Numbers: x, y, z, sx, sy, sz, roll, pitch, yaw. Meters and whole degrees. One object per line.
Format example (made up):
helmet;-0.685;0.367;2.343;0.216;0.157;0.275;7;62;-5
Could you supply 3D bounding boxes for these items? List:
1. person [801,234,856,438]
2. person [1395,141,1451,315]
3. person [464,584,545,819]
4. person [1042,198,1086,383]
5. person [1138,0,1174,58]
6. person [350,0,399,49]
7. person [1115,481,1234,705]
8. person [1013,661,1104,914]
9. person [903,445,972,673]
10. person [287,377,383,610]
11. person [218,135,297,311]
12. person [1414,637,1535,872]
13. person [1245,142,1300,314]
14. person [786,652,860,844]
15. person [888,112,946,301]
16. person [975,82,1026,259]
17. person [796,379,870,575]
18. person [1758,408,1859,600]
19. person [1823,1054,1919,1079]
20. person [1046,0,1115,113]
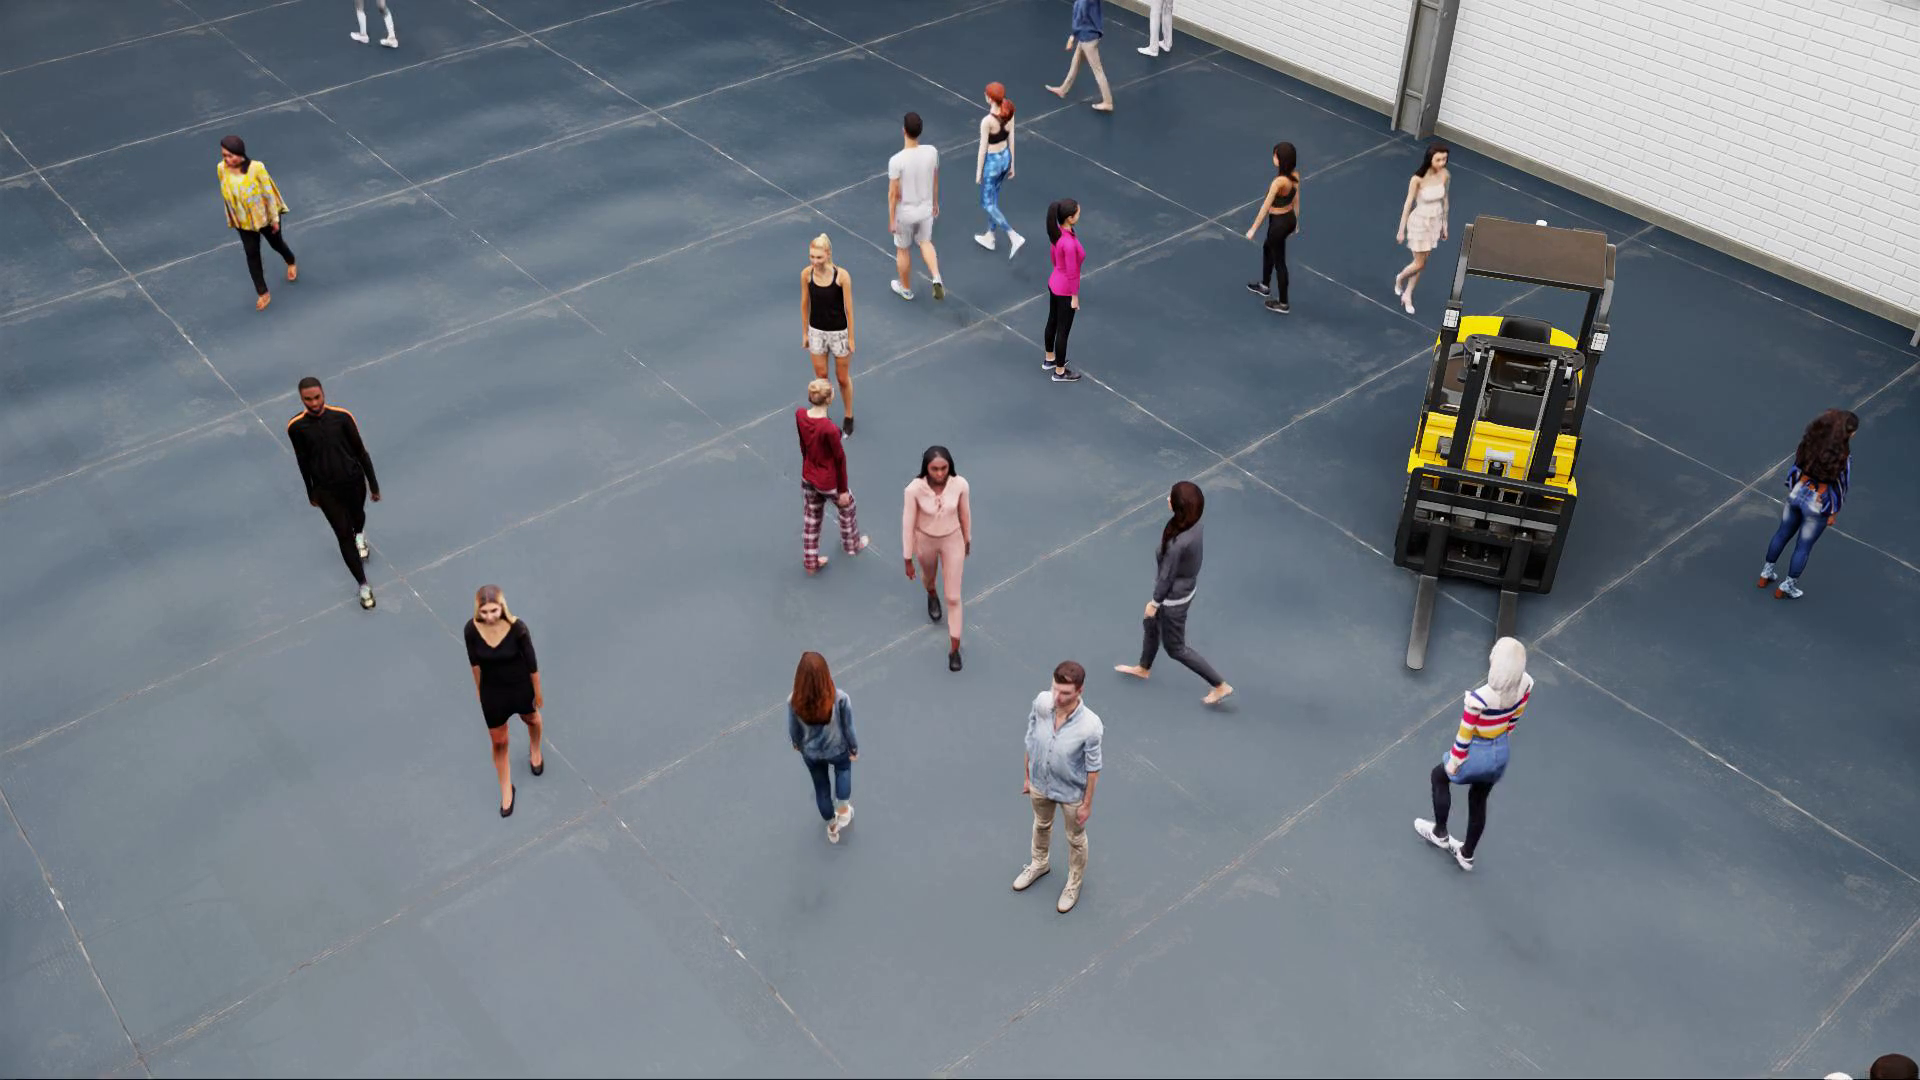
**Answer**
person;-1.072;-1.718;13.722;0.667;1.843;0.745;7;39;9
person;4.204;-2.895;15.288;0.683;1.726;0.738;-16;41;-19
person;-2.855;0.896;10.598;0.861;1.656;0.972;-3;39;-4
person;0.884;-2.180;14.421;0.724;1.701;0.620;-11;40;-14
person;2.456;-6.783;20.029;0.645;1.886;0.560;-29;47;-31
person;-7.130;-6.818;20.240;0.968;1.679;0.746;22;44;25
person;1.527;0.388;11.168;1.173;1.739;0.983;11;40;14
person;0.595;1.425;9.782;0.591;1.848;0.765;23;44;26
person;-0.175;0.010;11.695;1.062;1.671;1.250;-4;39;-5
person;-4.557;-0.455;12.202;0.853;1.767;1.249;-17;42;-20
person;-6.525;-3.030;15.543;1.061;1.621;1.153;0;39;0
person;3.162;1.329;9.940;0.758;1.800;0.781;-15;41;-18
person;3.023;-2.837;15.301;0.826;1.621;0.690;23;44;26
person;-0.844;1.330;10.206;0.677;1.467;0.720;1;39;1
person;-0.366;-3.011;15.347;0.773;1.834;0.962;-26;45;-28
person;0.390;-3.521;16.047;0.570;1.768;0.970;-26;46;-29
person;-1.052;-0.436;12.242;0.832;1.687;0.836;26;46;29
person;6.177;-0.270;12.084;0.719;1.624;0.571;-16;41;-19
person;4.090;3.005;7.850;0.705;1.801;0.507;-23;44;-26
person;1.531;-5.616;18.769;1.201;1.645;0.936;17;42;20
